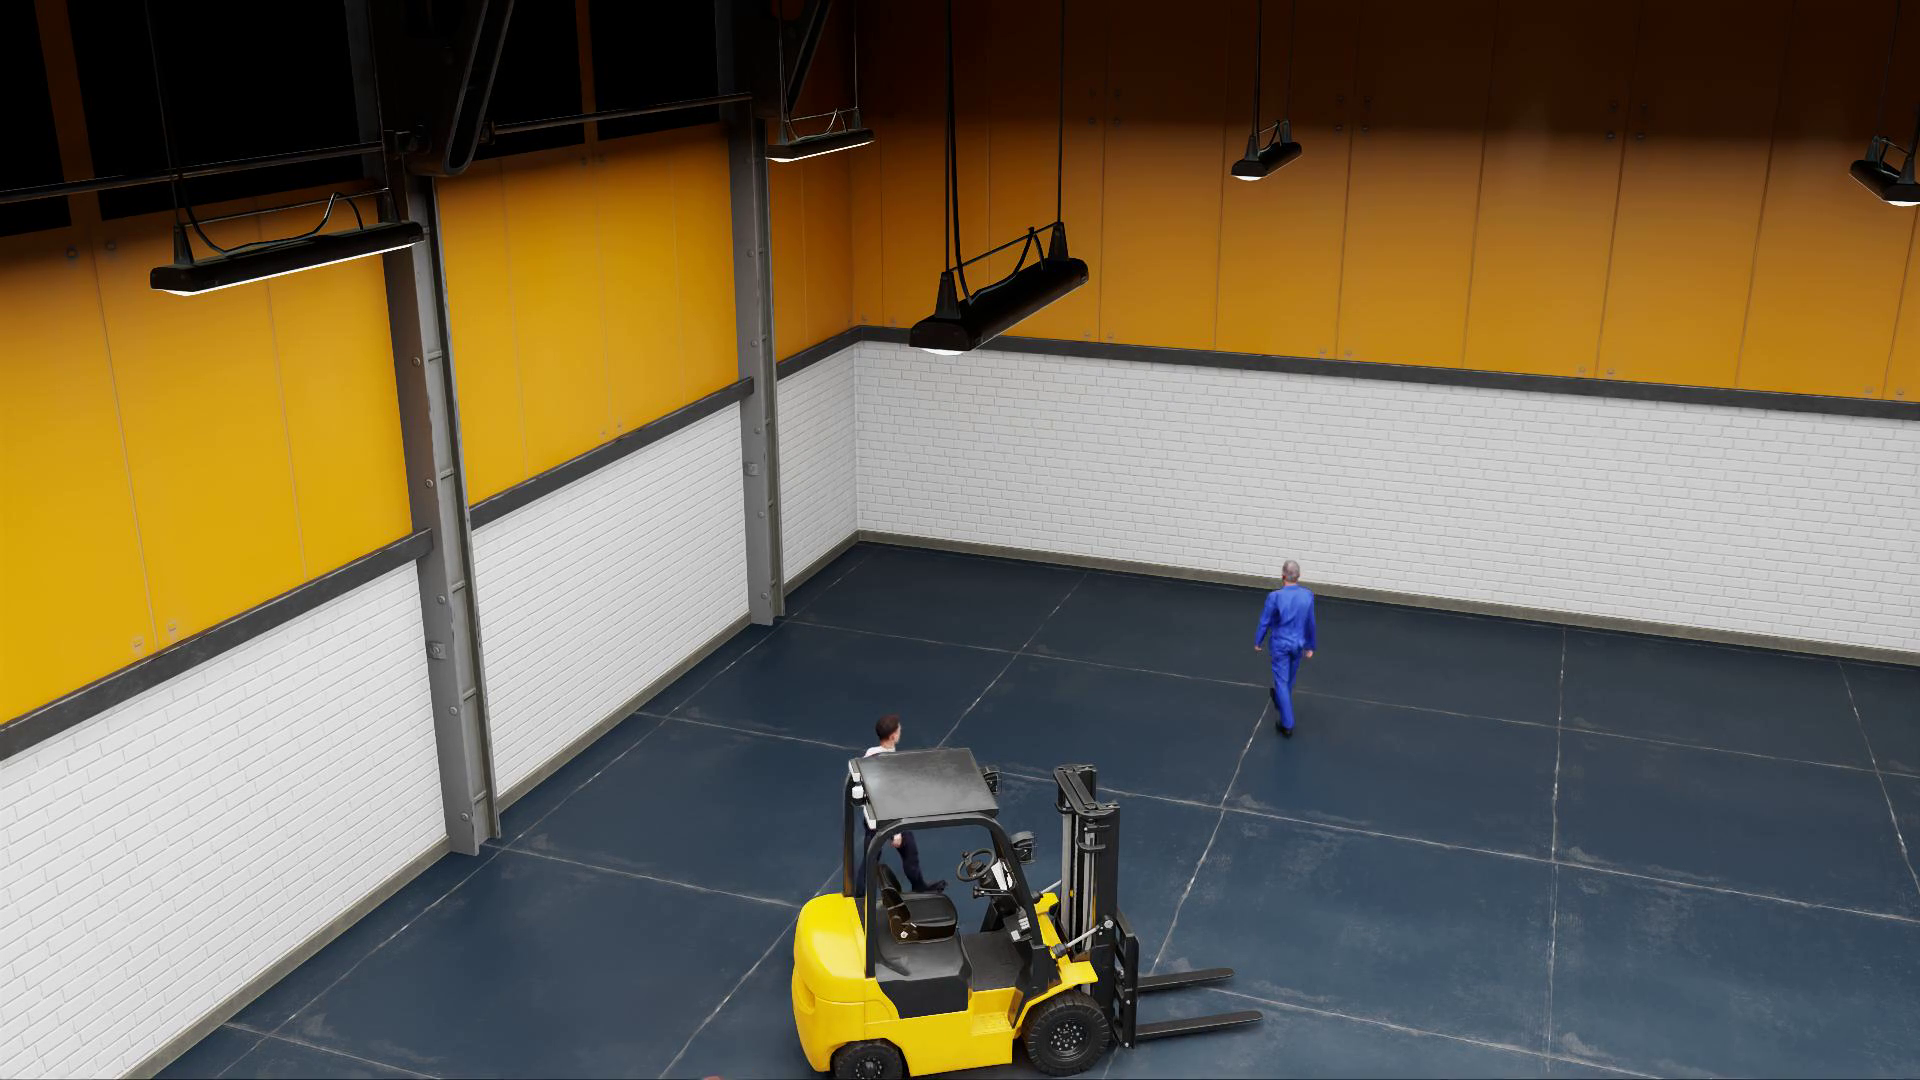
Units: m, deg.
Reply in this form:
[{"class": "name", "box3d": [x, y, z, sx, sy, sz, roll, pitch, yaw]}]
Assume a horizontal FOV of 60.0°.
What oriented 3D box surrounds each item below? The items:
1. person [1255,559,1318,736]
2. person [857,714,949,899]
[{"class": "person", "box3d": [3.424, 1.146, 17.208, 1.129, 1.789, 1.256, -5, 19, -13]}, {"class": "person", "box3d": [-0.684, 2.330, 13.615, 1.224, 1.838, 0.992, -17, 25, -40]}]
